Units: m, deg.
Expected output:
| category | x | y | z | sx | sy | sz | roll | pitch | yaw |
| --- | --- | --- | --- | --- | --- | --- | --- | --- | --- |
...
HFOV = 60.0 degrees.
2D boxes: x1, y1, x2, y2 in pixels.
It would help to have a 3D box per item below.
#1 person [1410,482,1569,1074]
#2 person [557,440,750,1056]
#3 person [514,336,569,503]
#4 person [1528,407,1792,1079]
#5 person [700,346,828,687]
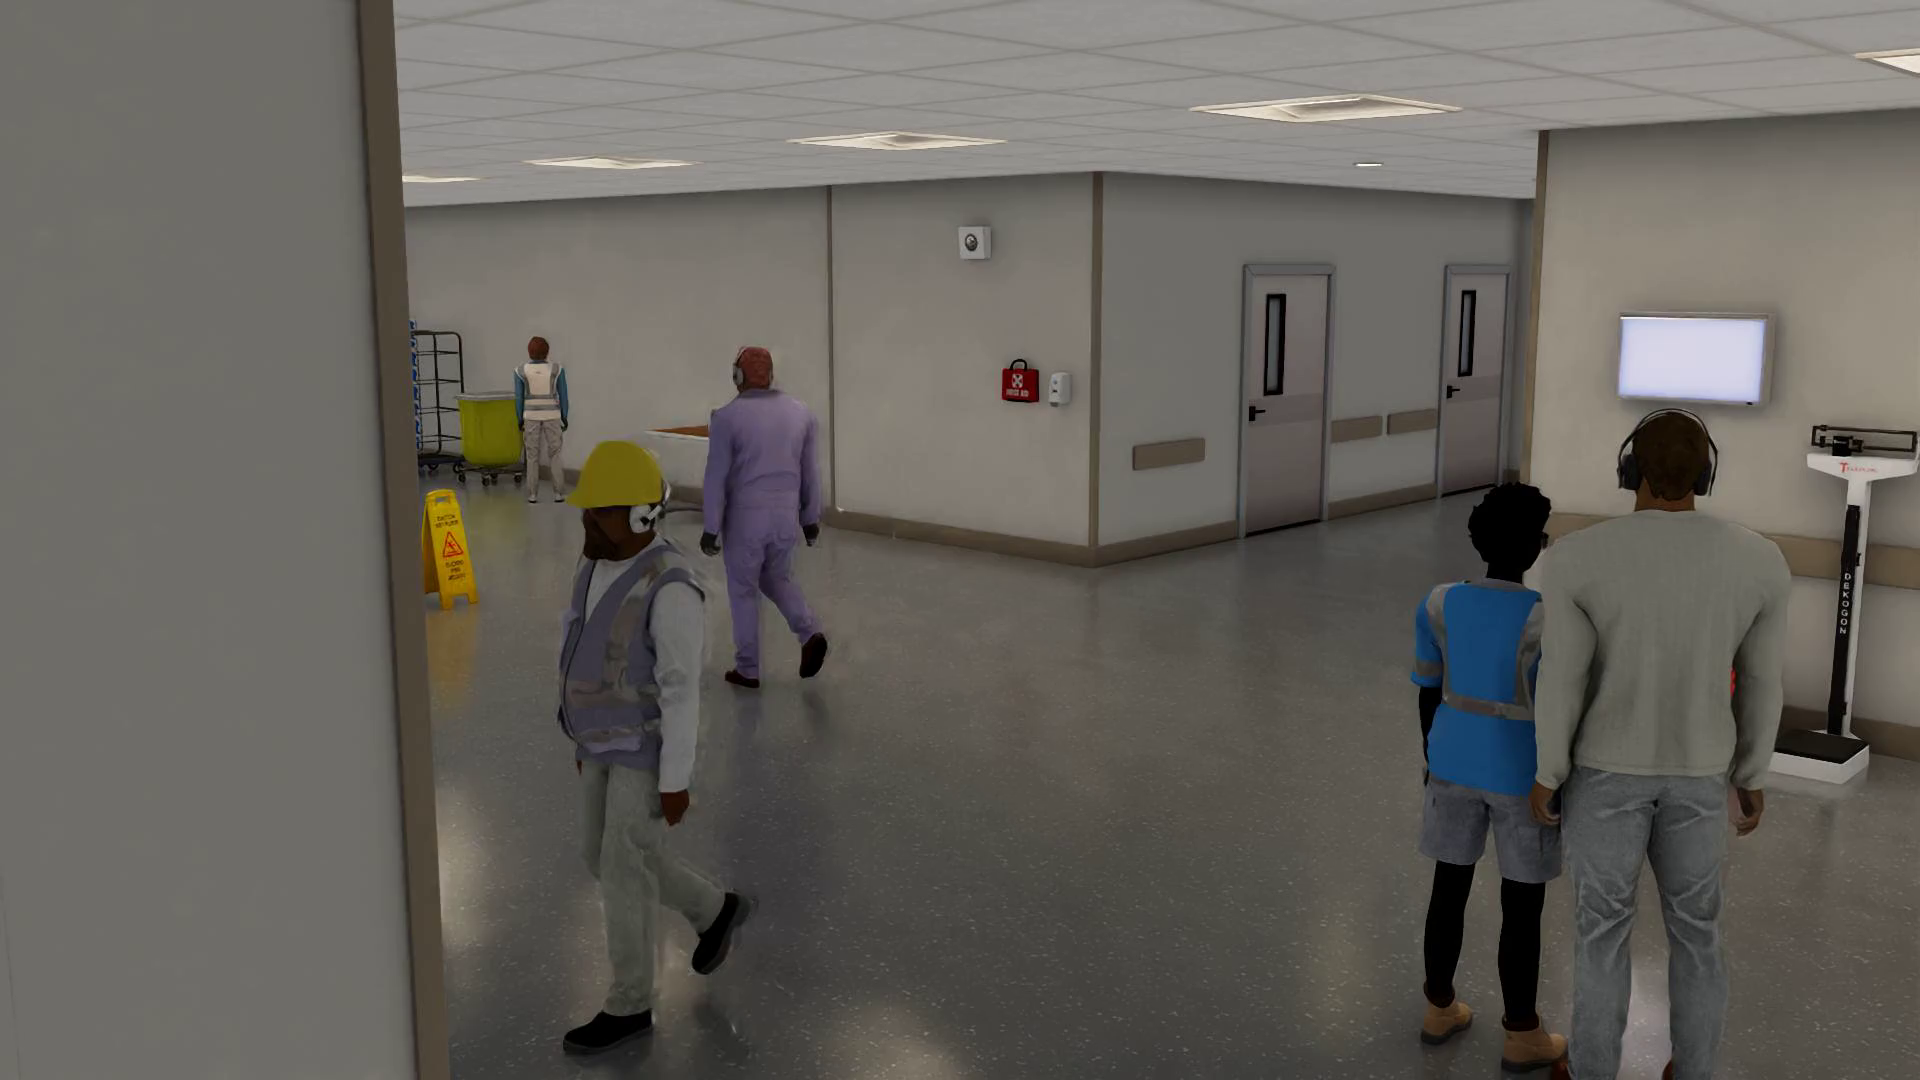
| category | x | y | z | sx | sy | sz | roll | pitch | yaw |
| --- | --- | --- | --- | --- | --- | --- | --- | --- | --- |
| person | 1.552 | 0.678 | 4.806 | 0.319 | 1.696 | 0.532 | -9 | 13 | -42 |
| person | -0.928 | 0.591 | 4.982 | 0.614 | 1.810 | 0.604 | -7 | 11 | -35 |
| person | -4.106 | -1.178 | 16.354 | 0.514 | 1.642 | 0.307 | -1 | 9 | -8 |
| person | 1.839 | 0.618 | 4.434 | 0.635 | 1.937 | 0.352 | 1 | 9 | 5 |
| person | -1.055 | -0.114 | 9.088 | 0.673 | 1.886 | 0.544 | -9 | 13 | -42 |
